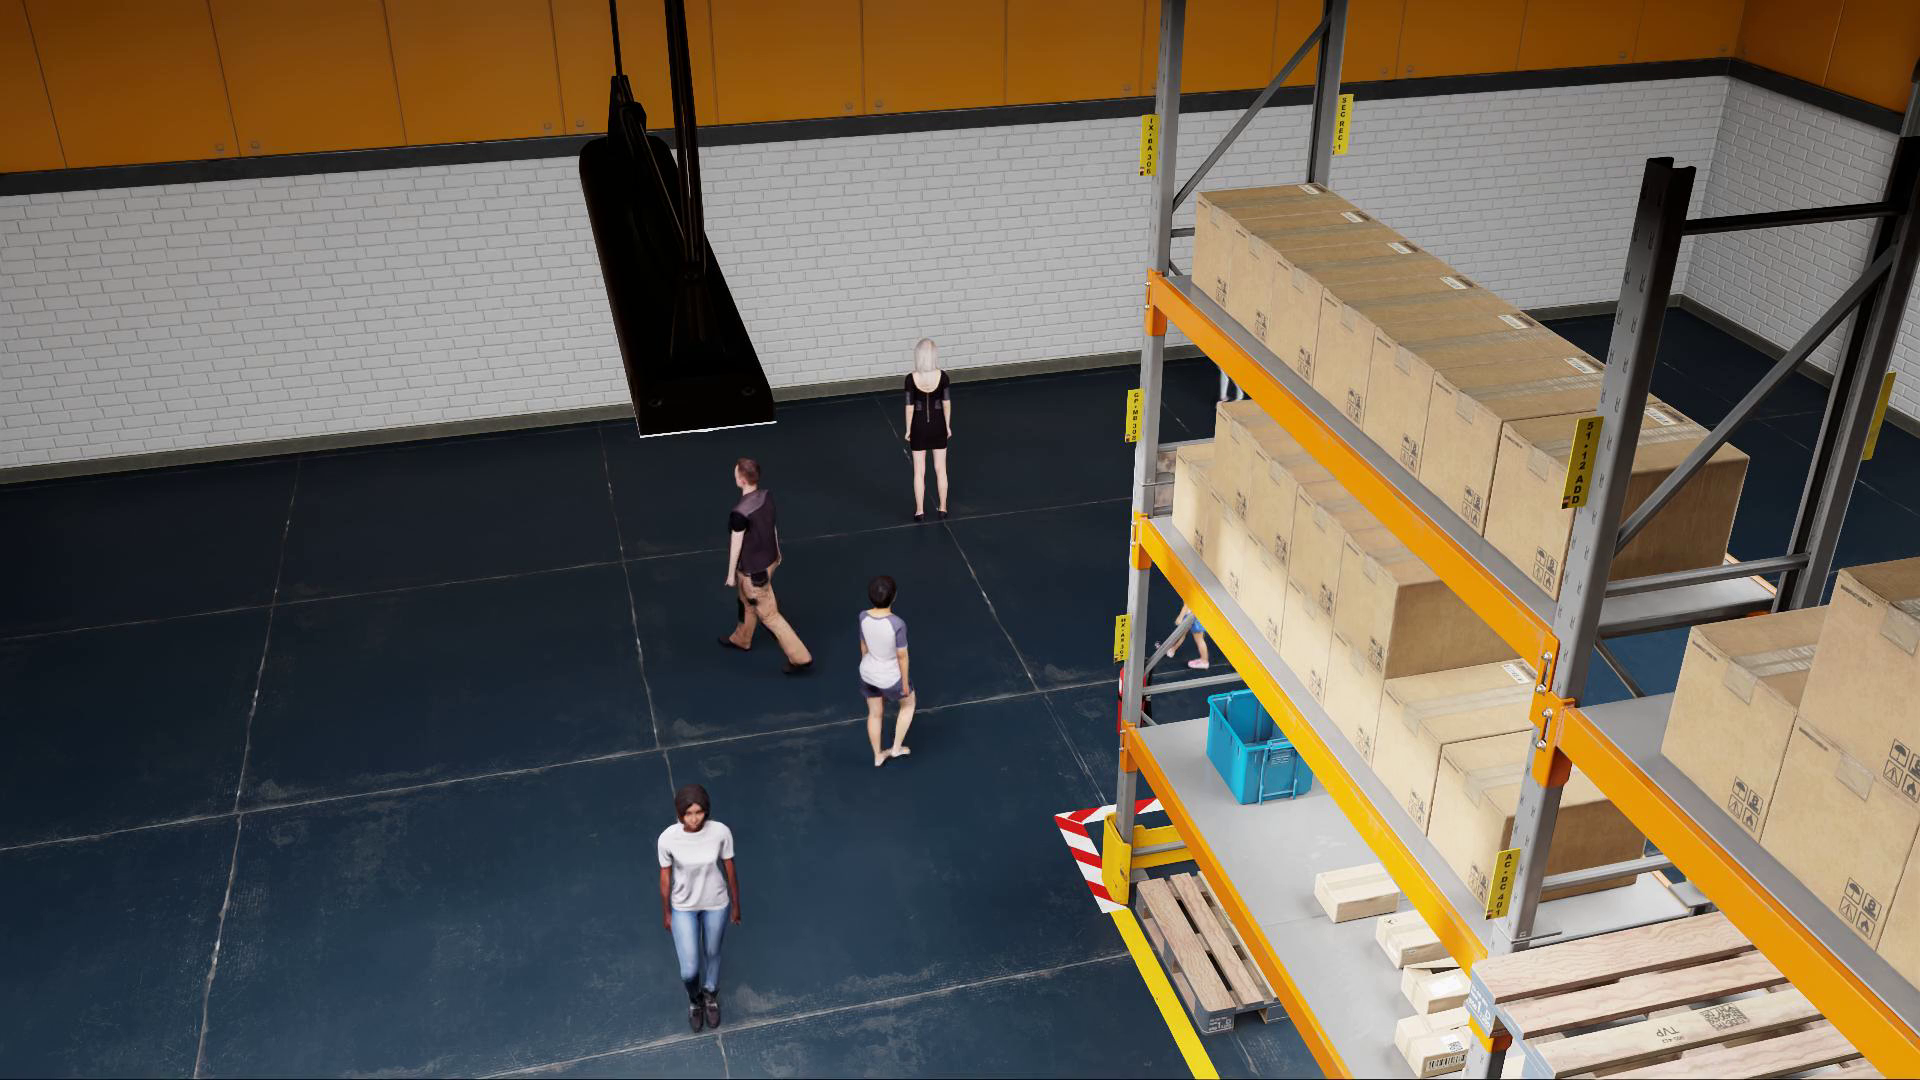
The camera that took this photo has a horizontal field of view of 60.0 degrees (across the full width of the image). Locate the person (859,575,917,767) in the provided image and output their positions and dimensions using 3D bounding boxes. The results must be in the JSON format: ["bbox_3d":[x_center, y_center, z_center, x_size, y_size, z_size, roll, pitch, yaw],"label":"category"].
[{"bbox_3d":[-0.575,0.984,11.989,0.700,1.555,0.756,14,32,24],"label":"person"}]

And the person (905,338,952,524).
[{"bbox_3d":[-0.291,-1.011,15.361,0.600,1.829,0.525,-4,29,-8],"label":"person"}]

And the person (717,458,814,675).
[{"bbox_3d":[-1.524,0.229,13.114,1.201,1.804,1.223,11,30,19],"label":"person"}]

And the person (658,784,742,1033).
[{"bbox_3d":[-1.539,2.106,9.764,0.603,1.717,0.620,-8,30,-14],"label":"person"}]
